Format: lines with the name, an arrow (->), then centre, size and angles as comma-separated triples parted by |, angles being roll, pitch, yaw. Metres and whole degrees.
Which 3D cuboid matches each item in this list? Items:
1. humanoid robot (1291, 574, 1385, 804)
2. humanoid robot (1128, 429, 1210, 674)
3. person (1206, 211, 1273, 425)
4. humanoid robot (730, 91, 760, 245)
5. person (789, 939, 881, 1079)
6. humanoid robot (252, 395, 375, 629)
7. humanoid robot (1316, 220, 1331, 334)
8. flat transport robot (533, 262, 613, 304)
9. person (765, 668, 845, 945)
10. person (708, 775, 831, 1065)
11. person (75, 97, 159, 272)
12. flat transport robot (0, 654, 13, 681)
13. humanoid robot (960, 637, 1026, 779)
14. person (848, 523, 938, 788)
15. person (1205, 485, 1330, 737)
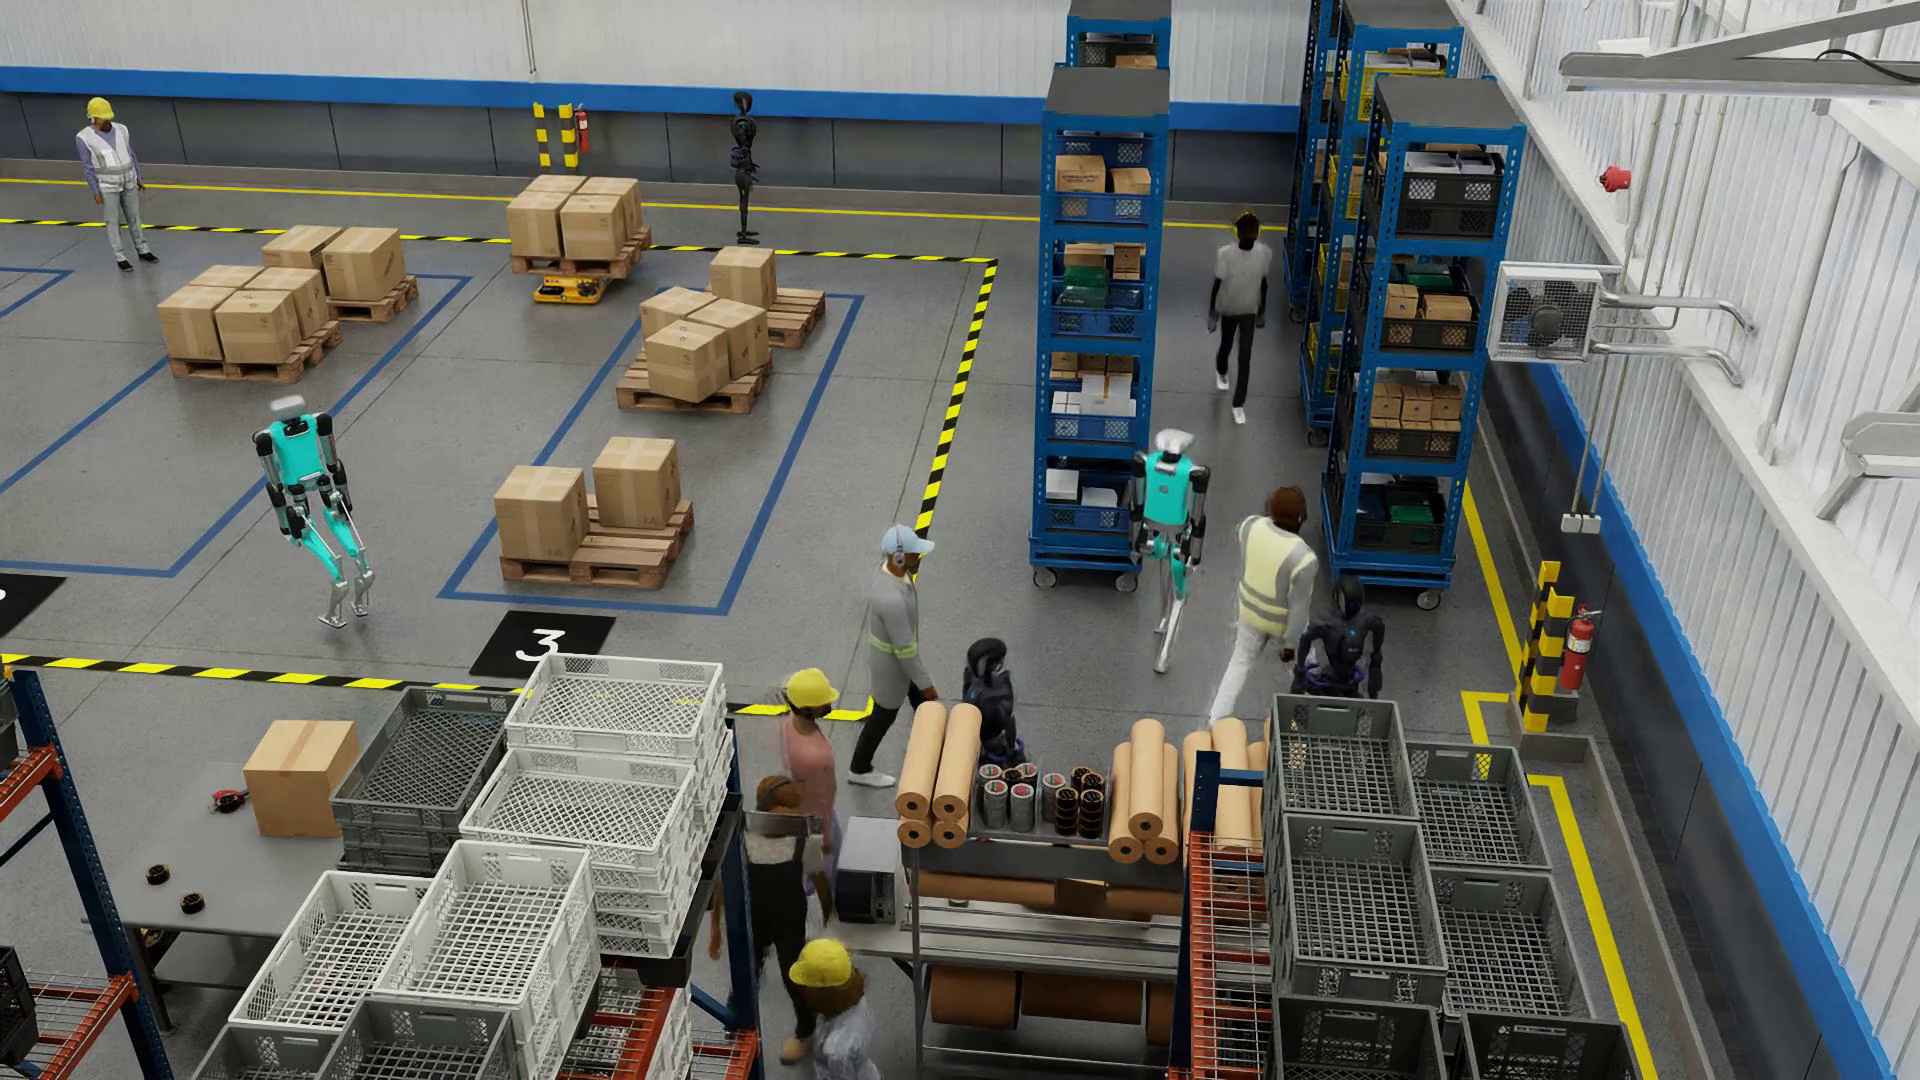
humanoid robot -> 2.179, 0.921, 9.704 | 0.615, 1.646, 0.575 | -8, 31, -13
humanoid robot -> 1.439, -0.008, 11.233 | 0.542, 1.767, 0.904 | 14, 33, 22
person -> 2.432, -2.030, 14.608 | 0.528, 1.834, 0.910 | 1, 30, 1
humanoid robot -> -2.366, -4.123, 18.342 | 0.315, 1.655, 0.599 | -2, 30, -3
person -> -0.489, 2.401, 7.136 | 0.443, 1.690, 0.490 | 1, 30, 2
humanoid robot -> -4.312, -0.137, 11.320 | 0.533, 1.673, 0.735 | -26, 39, -37
humanoid robot -> 3.506, -2.516, 15.578 | 0.315, 1.659, 0.599 | 17, 34, 27
flat transport robot -> -3.966, -2.860, 17.558 | 0.652, 0.197, 1.431 | 3, 30, 6
person -> -0.816, 1.418, 8.761 | 0.701, 1.744, 0.532 | -5, 31, -8
person -> -0.907, 1.844, 7.975 | 0.603, 1.815, 0.386 | -5, 31, -9
person -> -8.921, -3.771, 17.598 | 0.403, 1.831, 0.586 | 19, 35, 29
flat transport robot -> -7.142, 0.969, 11.010 | 1.431, 0.231, 0.659 | 3, 30, 6
humanoid robot -> 0.224, 1.228, 9.197 | 0.716, 1.640, 0.589 | -17, 34, -27
person -> -0.294, 0.716, 9.910 | 0.730, 1.826, 0.598 | 2, 30, 3
person -> 1.993, 0.446, 10.414 | 0.995, 1.765, 0.607 | -24, 38, -35
